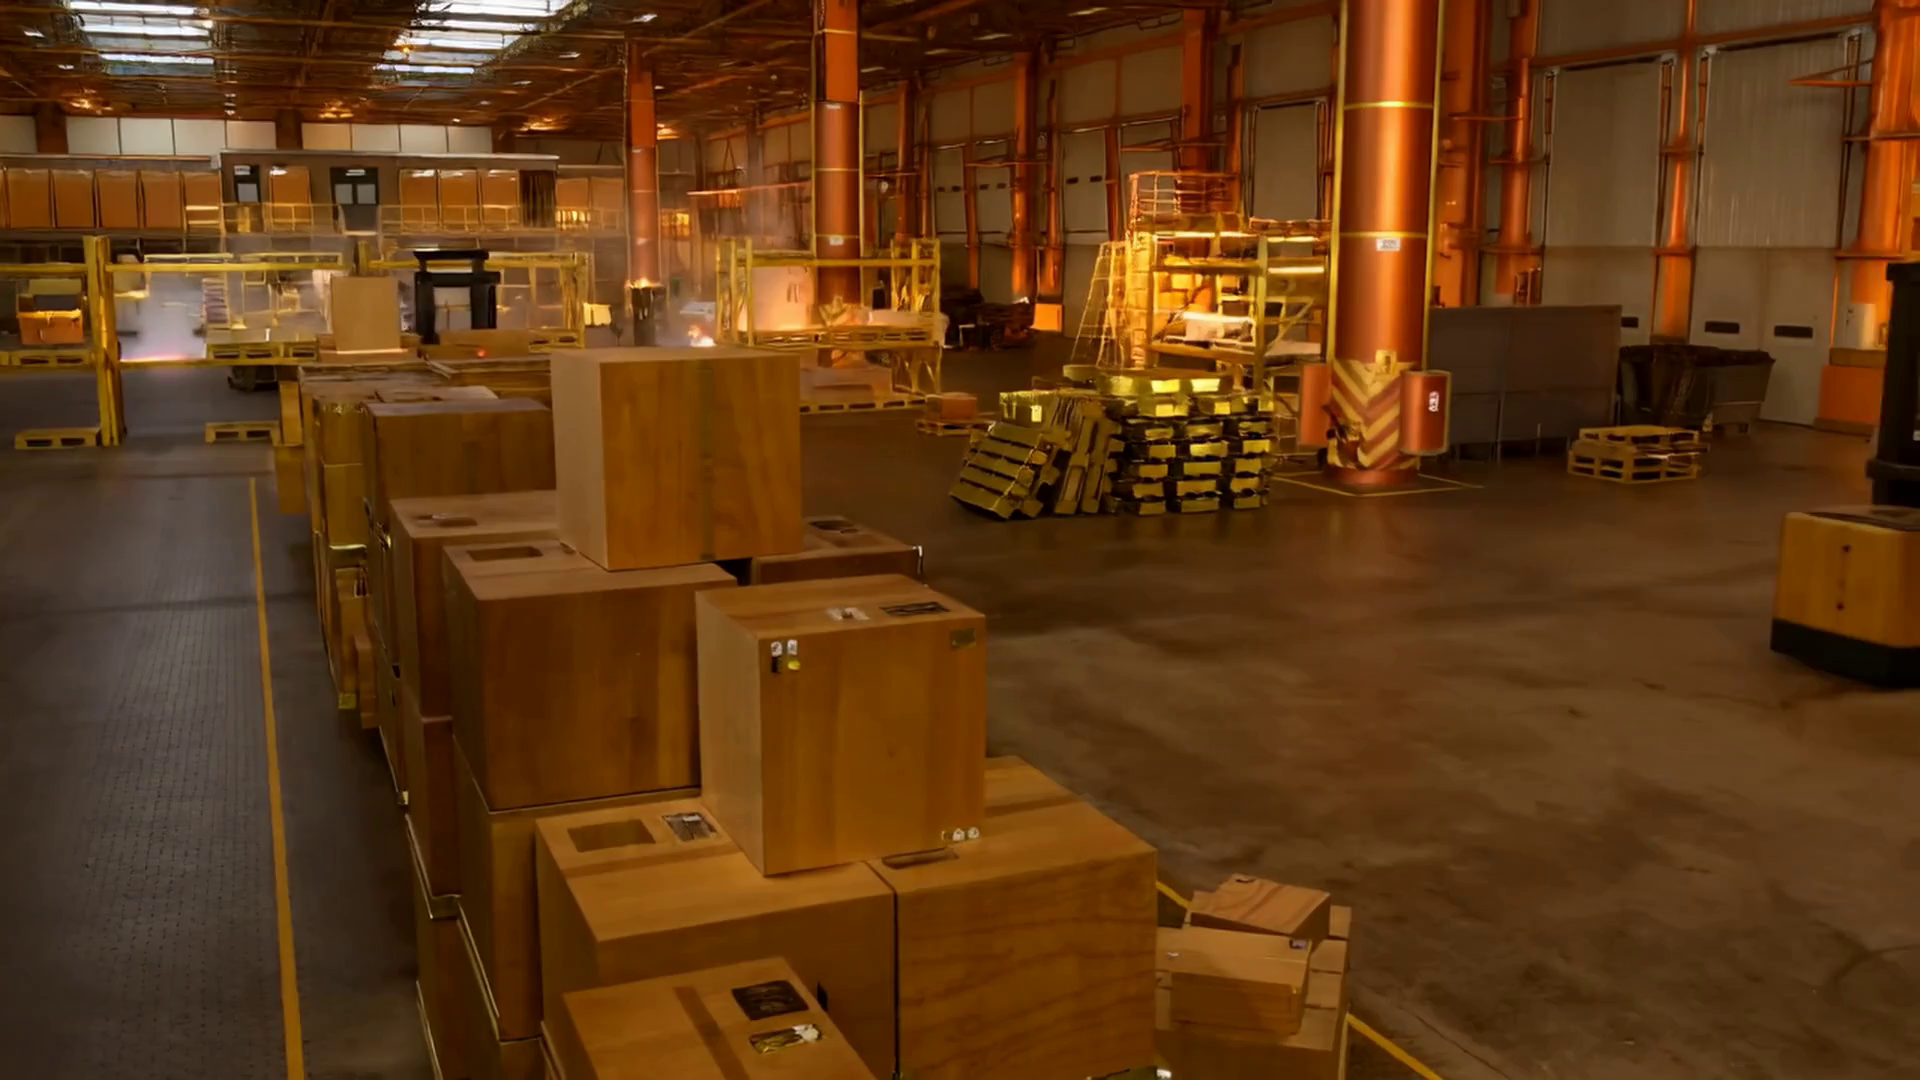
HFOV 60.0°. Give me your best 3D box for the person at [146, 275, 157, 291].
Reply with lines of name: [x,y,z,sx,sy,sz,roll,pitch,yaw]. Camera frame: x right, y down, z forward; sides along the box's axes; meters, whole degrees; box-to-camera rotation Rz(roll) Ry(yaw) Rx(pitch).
person: [-23.517,-6.786,48.723,0.577,1.922,0.404,-8,13,-39]

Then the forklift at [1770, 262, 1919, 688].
forklift: [6.812,-0.519,11.545,1.873,2.768,1.129,-4,11,-23]

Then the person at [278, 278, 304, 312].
person: [-16.192,-5.293,40.175,0.537,2.000,0.680,3,11,14]

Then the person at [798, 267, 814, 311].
person: [-6.408,-10.474,69.361,0.647,1.818,0.462,0,10,2]

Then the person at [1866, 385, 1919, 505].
person: [6.960,-0.192,12.380,0.369,1.928,0.639,0,10,2]

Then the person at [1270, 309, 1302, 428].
person: [5.174,-2.673,26.120,0.791,1.897,0.609,7,12,32]

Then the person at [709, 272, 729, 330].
person: [-7.829,-7.773,54.176,0.634,1.906,0.909,8,13,38]

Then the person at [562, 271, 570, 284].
person: [-14.752,-9.248,62.645,0.950,1.791,0.533,-9,13,-40]

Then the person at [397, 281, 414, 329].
person: [-15.192,-6.100,45.186,0.968,1.835,0.580,6,12,32]

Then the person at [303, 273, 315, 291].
person: [-21.556,-7.879,54.968,1.008,1.851,0.661,-8,13,-37]

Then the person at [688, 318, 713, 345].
person: [-3.504,-2.023,22.433,0.362,1.938,0.635,-7,12,-32]

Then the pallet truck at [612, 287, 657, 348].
pallet truck: [-6.464,-4.406,35.401,0.823,1.965,1.885,6,12,32]

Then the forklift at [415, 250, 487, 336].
forklift: [-7.183,-2.719,23.670,1.129,2.768,1.873,-4,11,-23]

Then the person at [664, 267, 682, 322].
person: [-10.394,-8.856,59.999,0.750,1.967,0.617,-5,11,-25]
